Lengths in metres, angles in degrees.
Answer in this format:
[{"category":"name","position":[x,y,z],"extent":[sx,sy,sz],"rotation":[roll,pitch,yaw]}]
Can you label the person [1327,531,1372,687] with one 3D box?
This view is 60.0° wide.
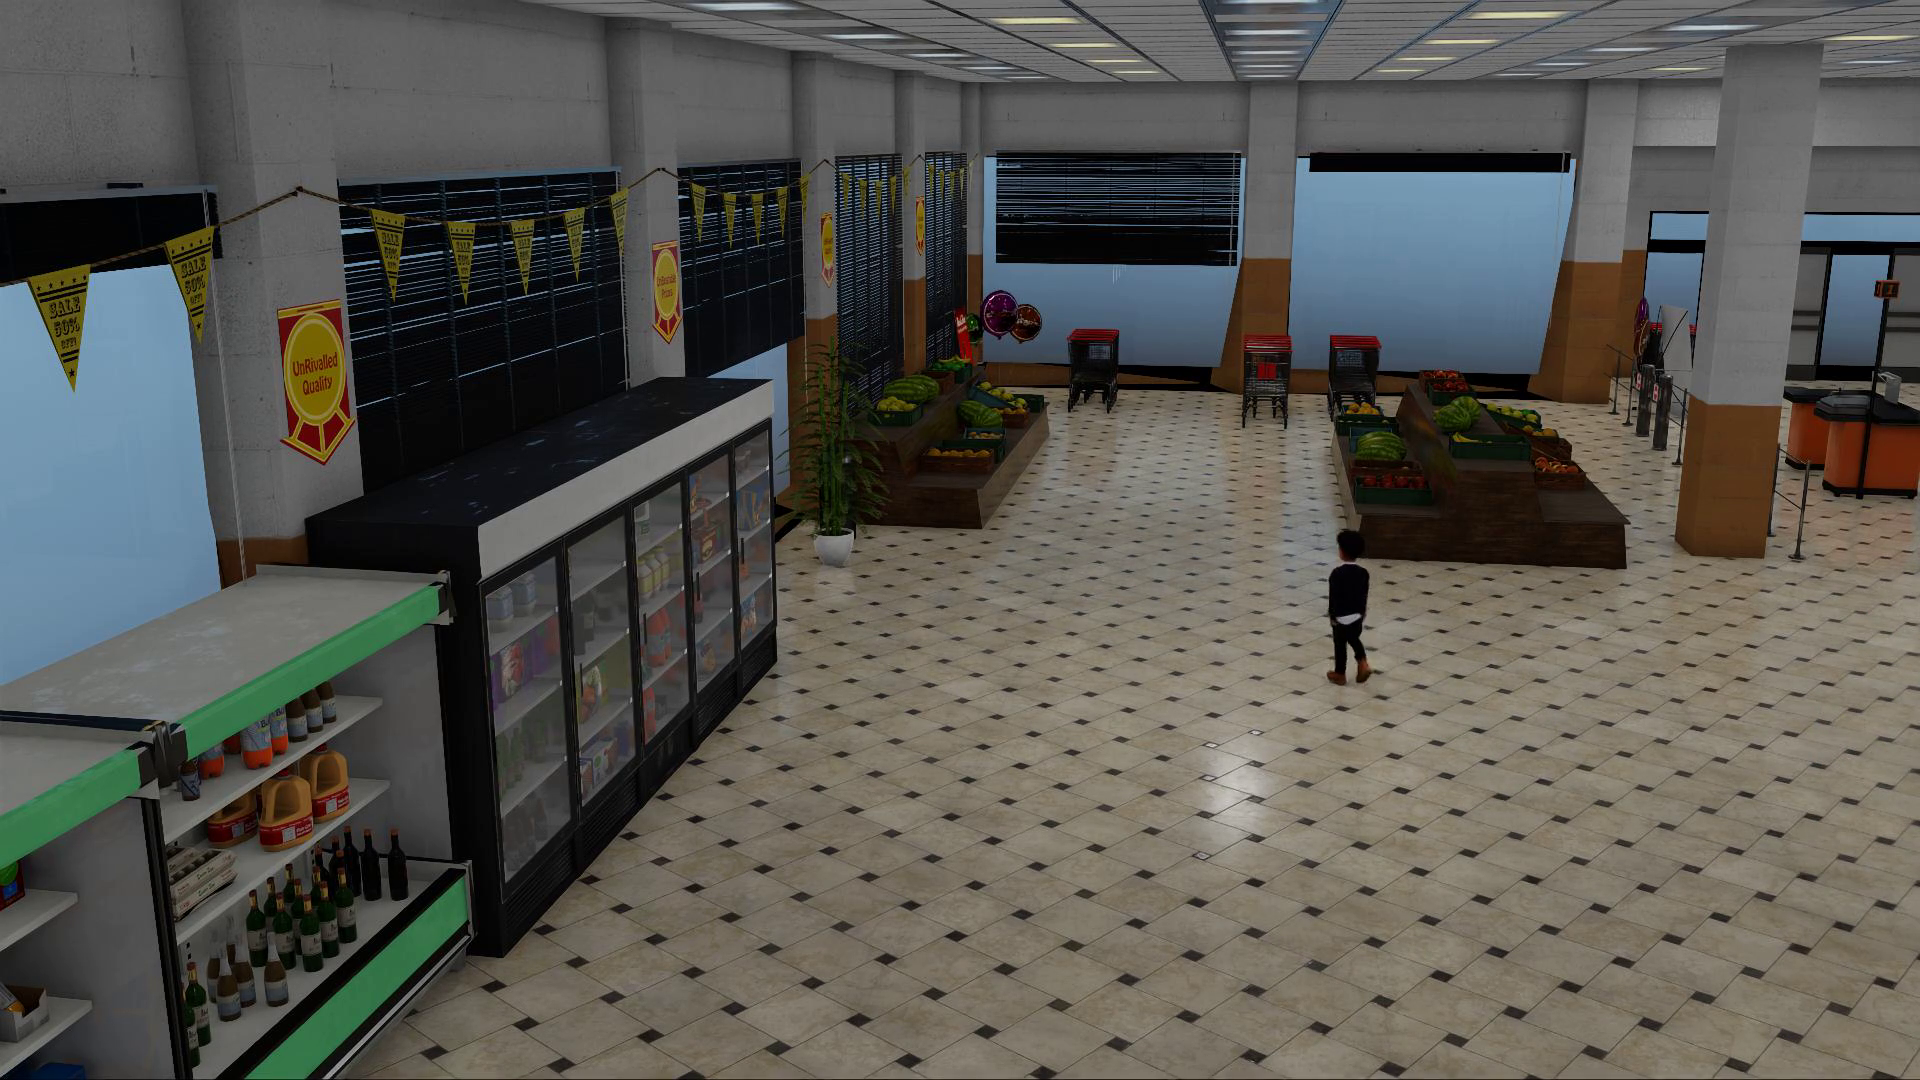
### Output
[{"category":"person","position":[3.010,0.541,12.739],"extent":[0.653,1.216,0.742],"rotation":[-5,14,-19]}]
